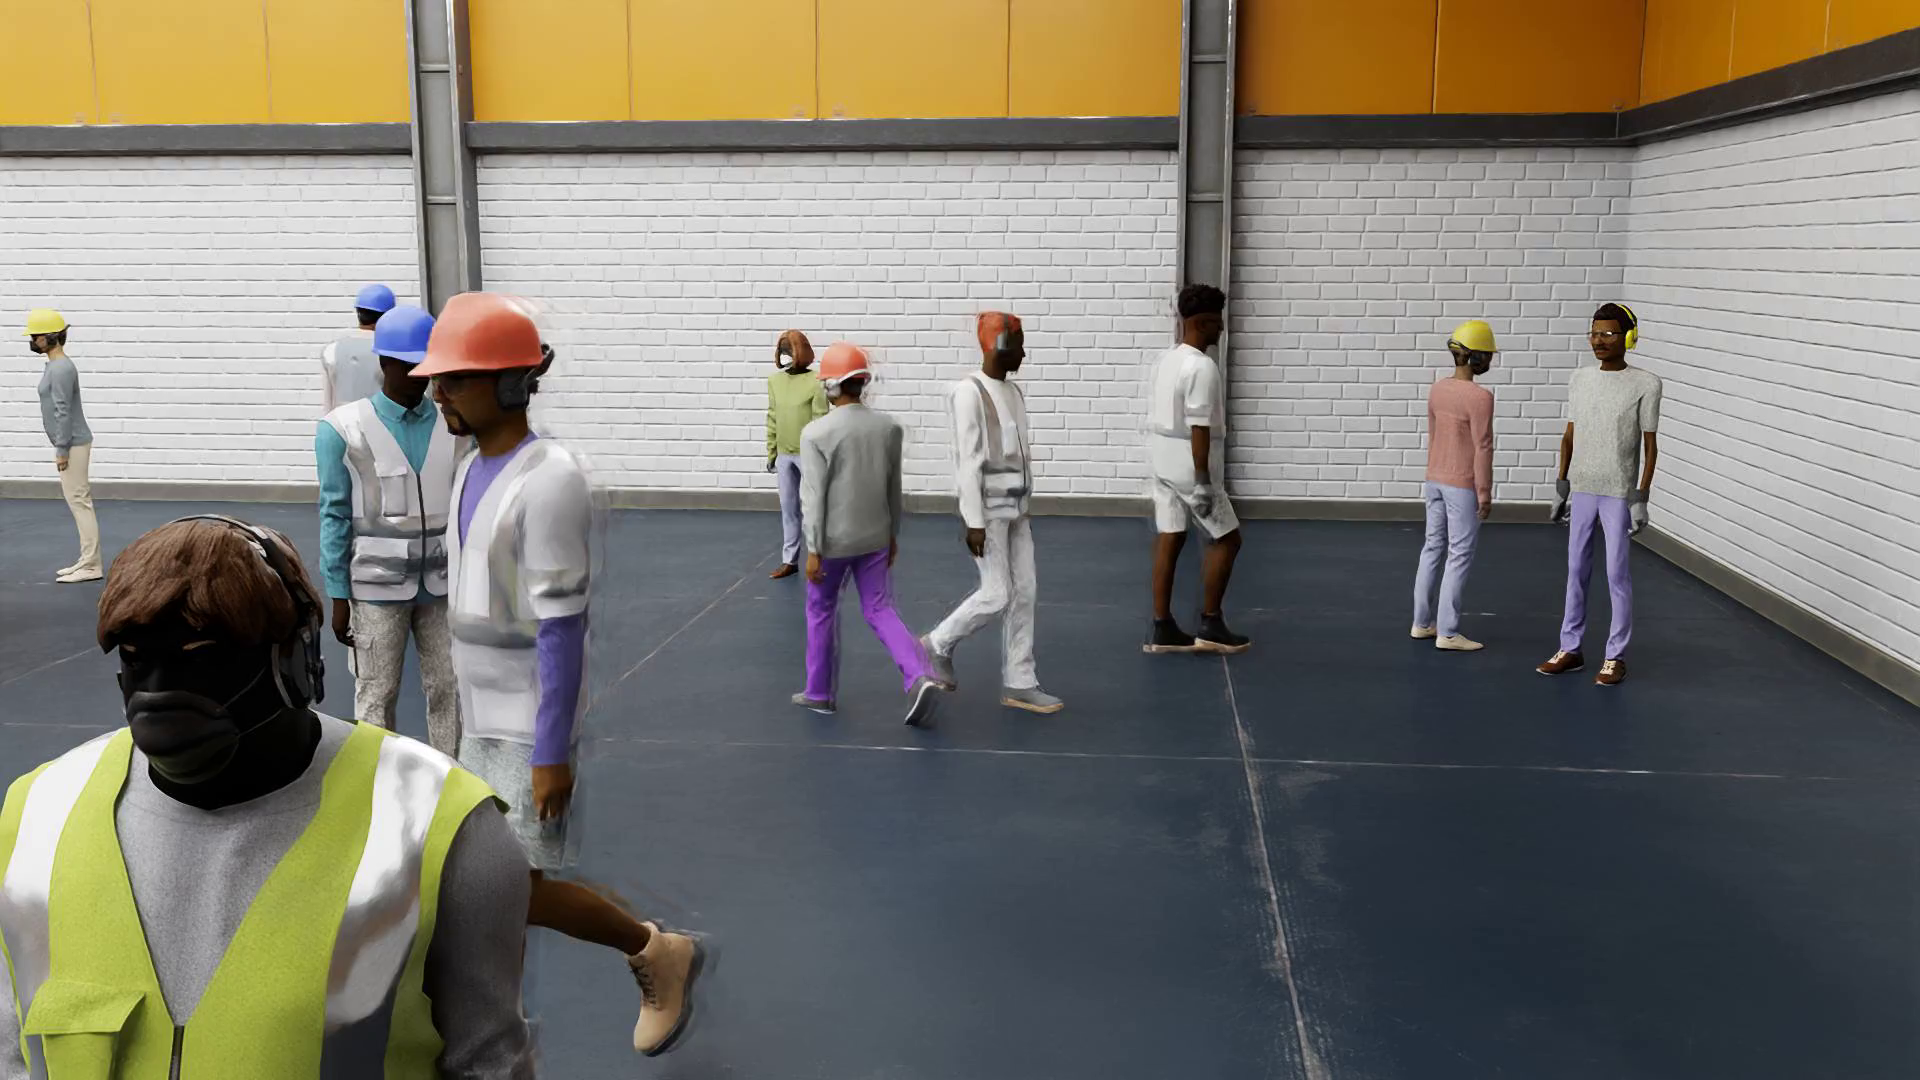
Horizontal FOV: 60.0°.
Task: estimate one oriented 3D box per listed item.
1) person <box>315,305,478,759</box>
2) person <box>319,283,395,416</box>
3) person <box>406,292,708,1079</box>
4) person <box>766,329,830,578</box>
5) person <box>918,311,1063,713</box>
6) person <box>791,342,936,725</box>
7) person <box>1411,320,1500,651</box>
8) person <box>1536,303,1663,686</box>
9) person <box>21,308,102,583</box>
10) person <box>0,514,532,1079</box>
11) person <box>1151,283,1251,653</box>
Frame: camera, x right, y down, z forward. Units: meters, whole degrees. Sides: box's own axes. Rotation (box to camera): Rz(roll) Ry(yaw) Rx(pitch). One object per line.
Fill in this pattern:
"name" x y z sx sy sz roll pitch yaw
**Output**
"person" -1.922 0.153 5.835 0.605 1.939 0.417 -8 12 -37
"person" -3.552 -0.581 10.070 0.623 1.932 0.426 2 10 9
"person" -1.041 0.411 4.093 0.667 2.031 0.620 -8 12 -37
"person" -1.038 -0.535 10.677 0.496 1.626 0.287 6 12 32
"person" 0.158 -0.125 7.667 0.644 1.850 0.611 6 12 31
"person" -0.448 -0.025 7.480 0.574 1.726 0.784 -8 13 -40
"person" 2.671 -0.288 8.887 0.354 1.757 0.524 -3 10 -17
"person" 3.152 -0.224 8.183 0.328 1.872 0.511 -9 13 -40
"person" -5.765 -0.604 10.684 0.351 1.756 0.518 -6 12 -31
"person" -0.808 0.883 1.927 0.621 1.845 0.429 0 10 -2
"person" 1.300 -0.362 8.734 0.659 1.946 0.625 -3 10 -16
